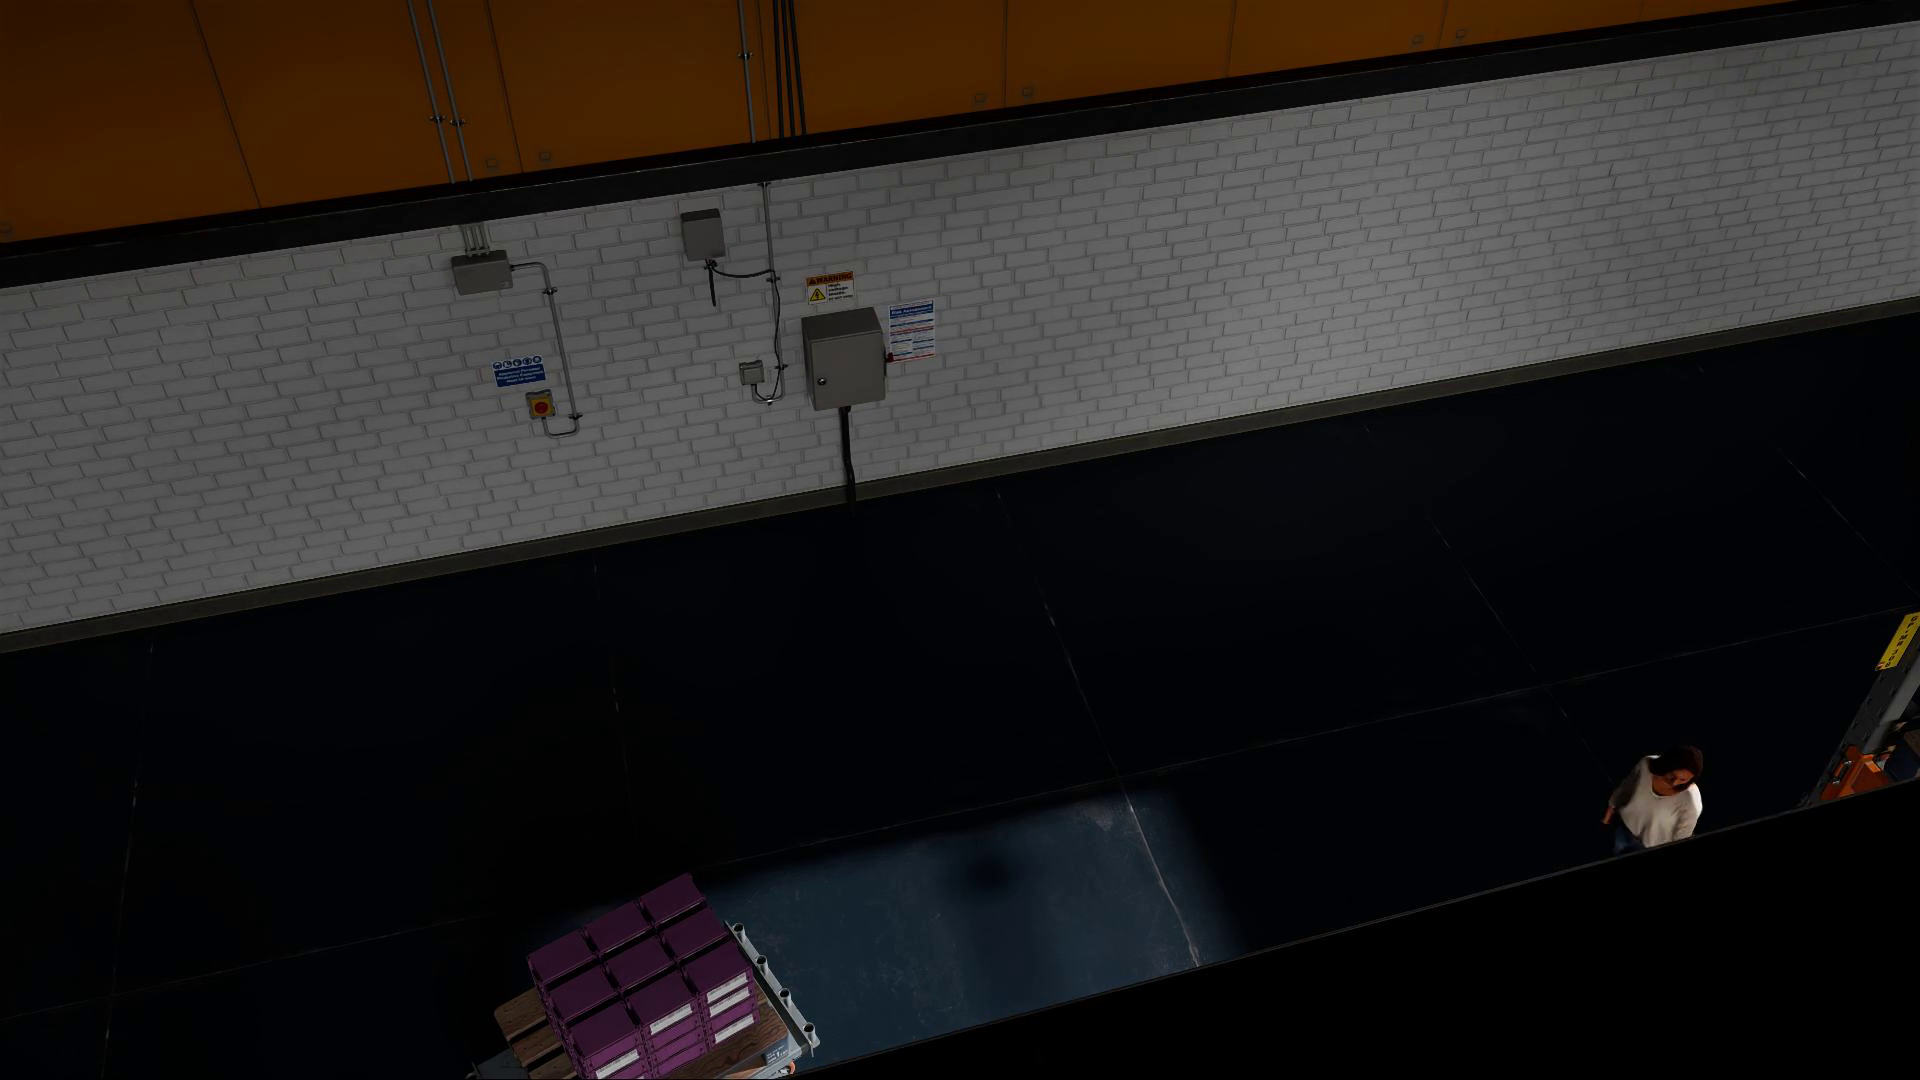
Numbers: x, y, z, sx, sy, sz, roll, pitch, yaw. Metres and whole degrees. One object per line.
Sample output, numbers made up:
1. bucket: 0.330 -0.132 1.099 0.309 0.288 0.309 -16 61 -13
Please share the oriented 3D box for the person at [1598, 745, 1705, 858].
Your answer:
1. person: 3.847 1.635 9.164 0.740 1.664 0.553 -12 45 -13
